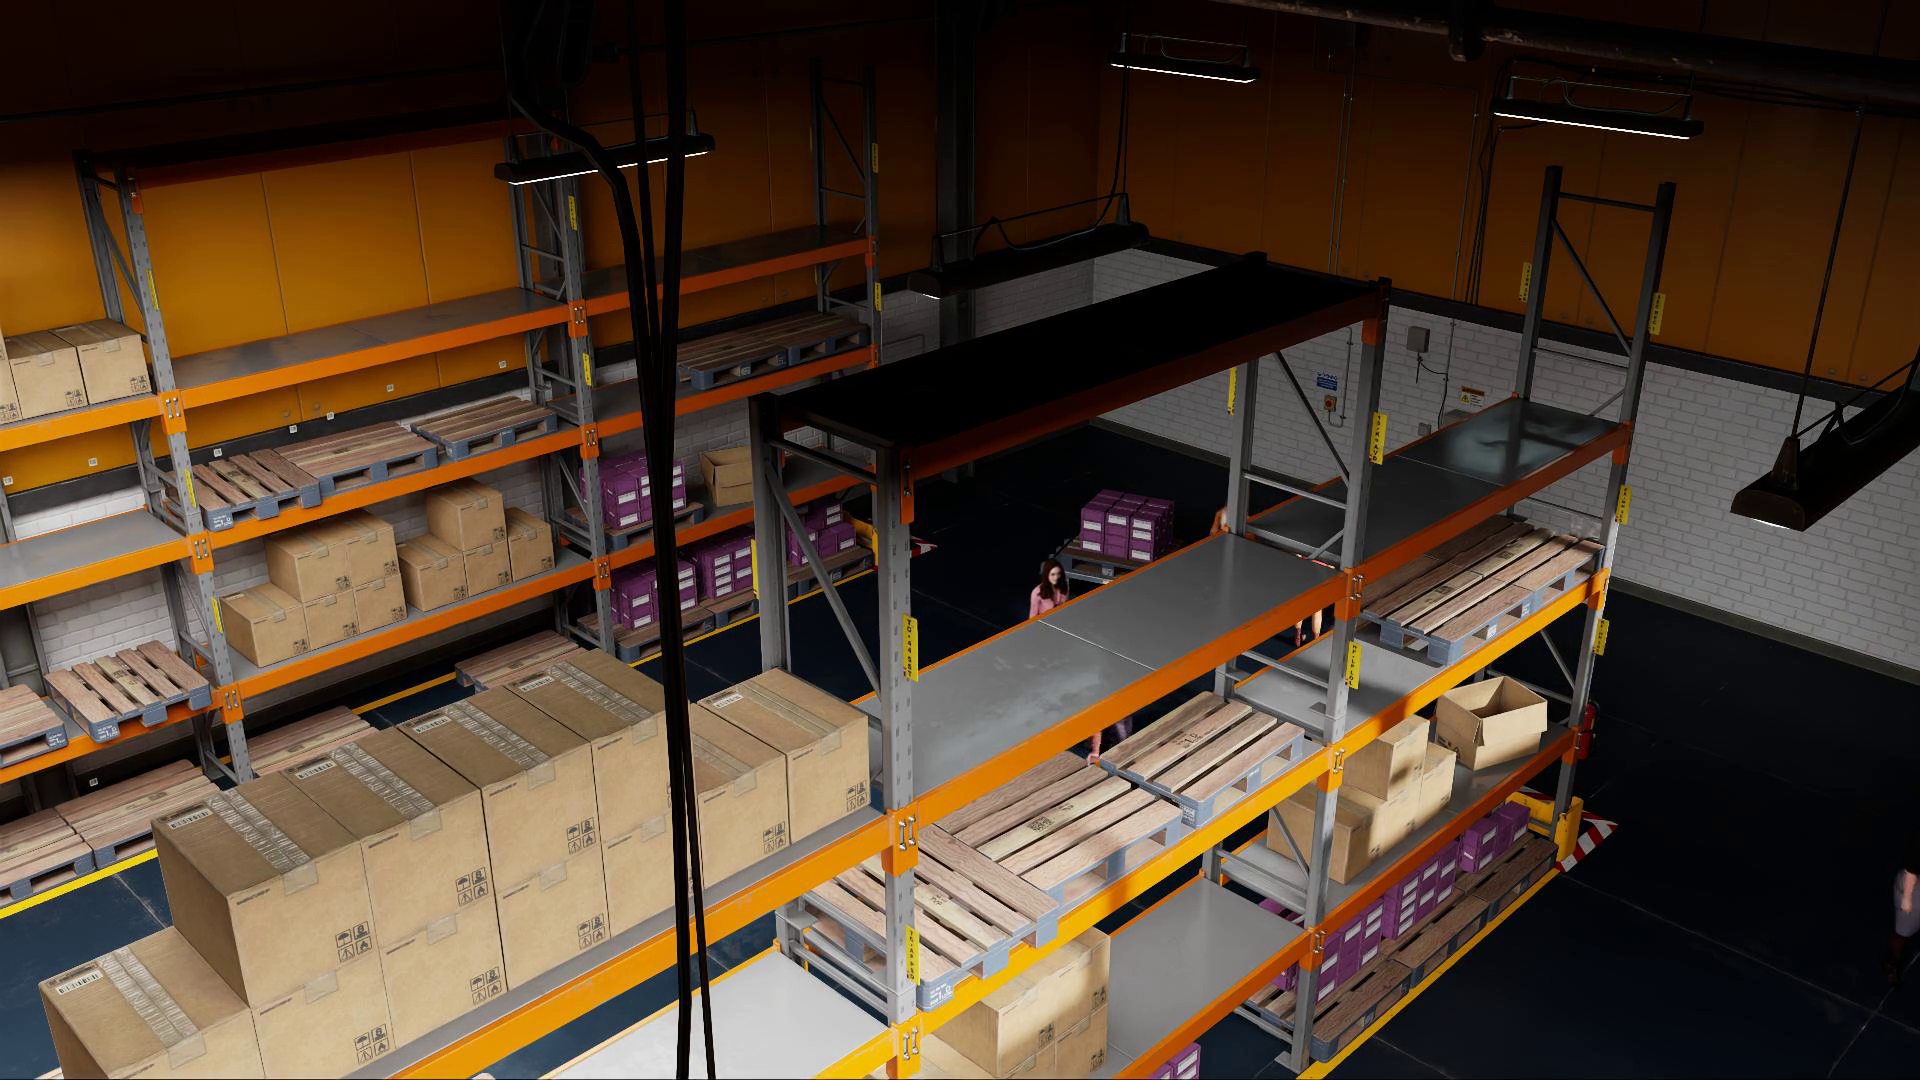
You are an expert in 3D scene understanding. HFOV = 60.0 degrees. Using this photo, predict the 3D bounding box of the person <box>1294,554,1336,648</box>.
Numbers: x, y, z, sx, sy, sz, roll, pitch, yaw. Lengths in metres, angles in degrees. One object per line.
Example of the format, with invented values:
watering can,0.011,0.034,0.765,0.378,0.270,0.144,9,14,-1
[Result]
person,3.890,0.400,18.311,0.629,1.719,0.577,15,28,31

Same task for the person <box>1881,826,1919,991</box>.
person,7.461,2.712,12.989,0.763,1.746,0.860,-6,24,-14

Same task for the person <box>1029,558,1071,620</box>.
person,0.906,1.003,16.835,0.594,1.797,0.732,-10,25,-21
